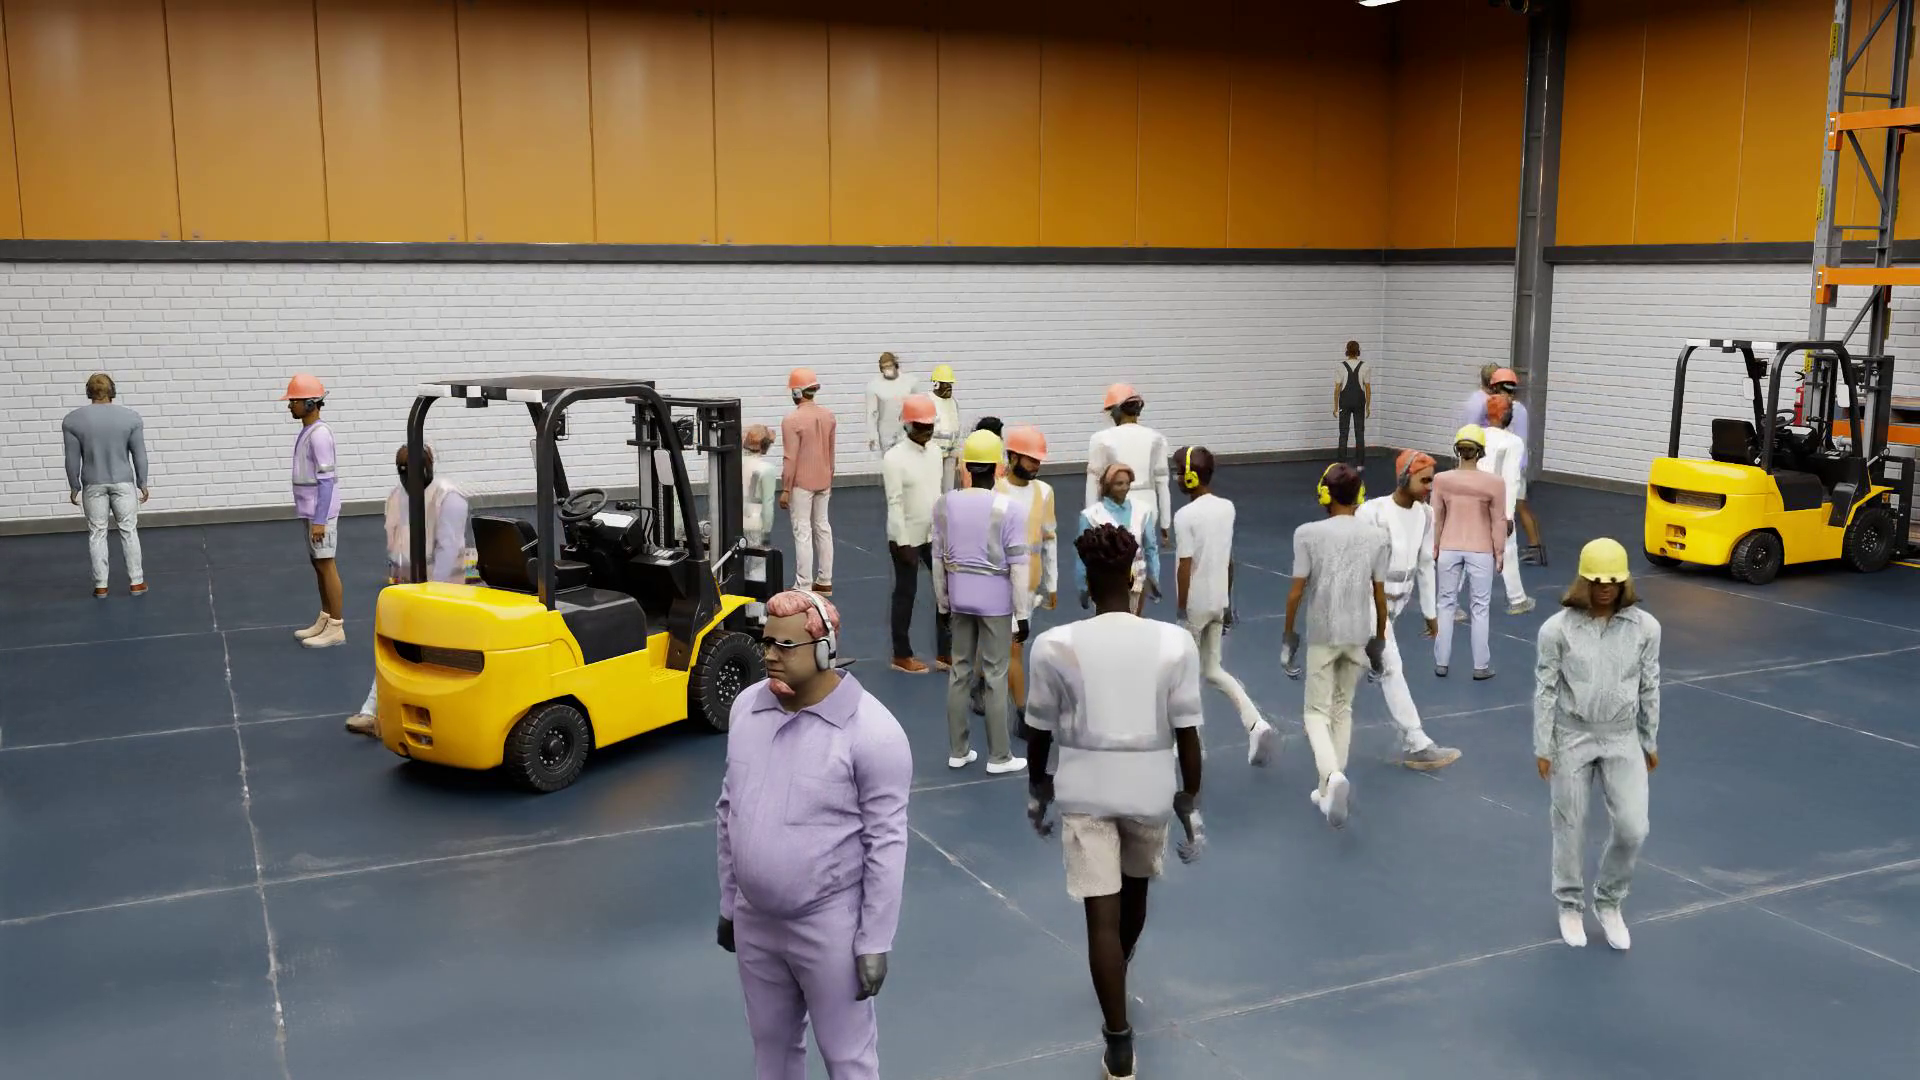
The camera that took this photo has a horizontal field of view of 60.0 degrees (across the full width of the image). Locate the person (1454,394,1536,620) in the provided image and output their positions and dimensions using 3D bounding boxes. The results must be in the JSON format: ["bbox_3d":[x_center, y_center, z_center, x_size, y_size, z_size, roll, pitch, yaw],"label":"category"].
[{"bbox_3d":[4.273,-0.265,13.411,1.028,1.828,0.596,-6,11,-34],"label":"person"}]

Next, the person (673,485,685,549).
[{"bbox_3d":[-2.280,-0.083,12.943,0.417,1.605,0.510,-5,10,-29],"label":"person"}]

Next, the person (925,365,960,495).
[{"bbox_3d":[-0.201,-0.935,17.576,0.403,1.824,0.596,9,13,44],"label":"person"}]

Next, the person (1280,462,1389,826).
[{"bbox_3d":[1.904,0.539,8.373,0.560,1.836,0.708,-1,9,-3],"label":"person"}]

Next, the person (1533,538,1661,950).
[{"bbox_3d":[2.609,0.841,6.816,0.519,1.724,0.459,1,9,7],"label":"person"}]

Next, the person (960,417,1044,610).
[{"bbox_3d":[0.236,-0.166,13.311,0.877,1.638,0.547,-7,12,-38],"label":"person"}]

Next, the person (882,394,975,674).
[{"bbox_3d":[-0.226,-0.015,11.413,0.750,1.967,0.624,8,12,39],"label":"person"}]

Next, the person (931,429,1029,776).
[{"bbox_3d":[0.124,0.348,9.263,0.593,1.930,0.355,5,11,31],"label":"person"}]

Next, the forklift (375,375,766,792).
[{"bbox_3d":[-2.268,0.149,9.685,1.214,2.155,2.313,6,11,32],"label":"forklift"}]

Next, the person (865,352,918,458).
[{"bbox_3d":[-0.772,-1.219,19.122,0.654,1.886,0.664,-2,9,-10],"label":"person"}]

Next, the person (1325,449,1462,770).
[{"bbox_3d":[2.432,0.375,9.508,0.583,1.801,1.067,-7,12,-38],"label":"person"}]

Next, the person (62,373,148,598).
[{"bbox_3d":[-7.323,-0.467,14.303,0.635,1.936,0.351,-4,10,-24],"label":"person"}]

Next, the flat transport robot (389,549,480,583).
[{"bbox_3d":[-4.454,0.220,15.193,1.431,0.197,0.652,-3,10,-17],"label":"flat transport robot"}]

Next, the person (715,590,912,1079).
[{"bbox_3d":[-0.457,1.083,4.781,0.643,1.909,0.410,6,11,32],"label":"person"}]

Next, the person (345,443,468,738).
[{"bbox_3d":[-3.272,0.306,10.004,0.610,1.780,0.952,4,10,24],"label":"person"}]

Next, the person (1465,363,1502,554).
[{"bbox_3d":[5.148,-0.809,16.487,0.680,1.908,0.643,7,11,36],"label":"person"}]

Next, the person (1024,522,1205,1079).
[{"bbox_3d":[0.536,0.886,5.993,0.619,1.900,1.040,-1,9,-4],"label":"person"}]

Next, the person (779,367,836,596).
[{"bbox_3d":[-1.304,-0.476,14.178,0.375,1.996,0.608,7,11,37],"label":"person"}]

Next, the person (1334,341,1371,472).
[{"bbox_3d":[5.484,-1.864,23.276,0.505,1.840,0.346,2,9,11],"label":"person"}]

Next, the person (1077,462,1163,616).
[{"bbox_3d":[0.995,0.283,10.690,0.513,1.601,0.861,-4,10,-24],"label":"person"}]

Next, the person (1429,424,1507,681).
[{"bbox_3d":[3.482,0.084,11.426,0.523,1.765,0.316,5,10,27],"label":"person"}]

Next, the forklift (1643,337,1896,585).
[{"bbox_3d":[7.551,-0.789,15.507,2.313,2.155,1.214,-4,10,-25],"label":"forklift"}]

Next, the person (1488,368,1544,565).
[{"bbox_3d":[5.216,-0.697,15.935,0.903,1.873,0.628,8,12,42],"label":"person"}]

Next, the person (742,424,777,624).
[{"bbox_3d":[-1.703,-0.095,12.956,0.556,1.617,0.574,8,12,42],"label":"person"}]

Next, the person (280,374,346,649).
[{"bbox_3d":[-4.823,-0.216,12.417,0.374,2.044,0.606,-5,10,-29],"label":"person"}]

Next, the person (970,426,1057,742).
[{"bbox_3d":[0.312,0.228,10.182,0.555,1.886,1.002,-5,11,-30],"label":"person"}]

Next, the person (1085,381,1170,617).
[{"bbox_3d":[1.254,-0.146,12.140,0.647,2.003,0.845,-2,9,-11],"label":"person"}]

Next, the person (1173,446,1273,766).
[{"bbox_3d":[1.410,0.389,9.304,0.503,1.843,0.682,-9,13,-44],"label":"person"}]
